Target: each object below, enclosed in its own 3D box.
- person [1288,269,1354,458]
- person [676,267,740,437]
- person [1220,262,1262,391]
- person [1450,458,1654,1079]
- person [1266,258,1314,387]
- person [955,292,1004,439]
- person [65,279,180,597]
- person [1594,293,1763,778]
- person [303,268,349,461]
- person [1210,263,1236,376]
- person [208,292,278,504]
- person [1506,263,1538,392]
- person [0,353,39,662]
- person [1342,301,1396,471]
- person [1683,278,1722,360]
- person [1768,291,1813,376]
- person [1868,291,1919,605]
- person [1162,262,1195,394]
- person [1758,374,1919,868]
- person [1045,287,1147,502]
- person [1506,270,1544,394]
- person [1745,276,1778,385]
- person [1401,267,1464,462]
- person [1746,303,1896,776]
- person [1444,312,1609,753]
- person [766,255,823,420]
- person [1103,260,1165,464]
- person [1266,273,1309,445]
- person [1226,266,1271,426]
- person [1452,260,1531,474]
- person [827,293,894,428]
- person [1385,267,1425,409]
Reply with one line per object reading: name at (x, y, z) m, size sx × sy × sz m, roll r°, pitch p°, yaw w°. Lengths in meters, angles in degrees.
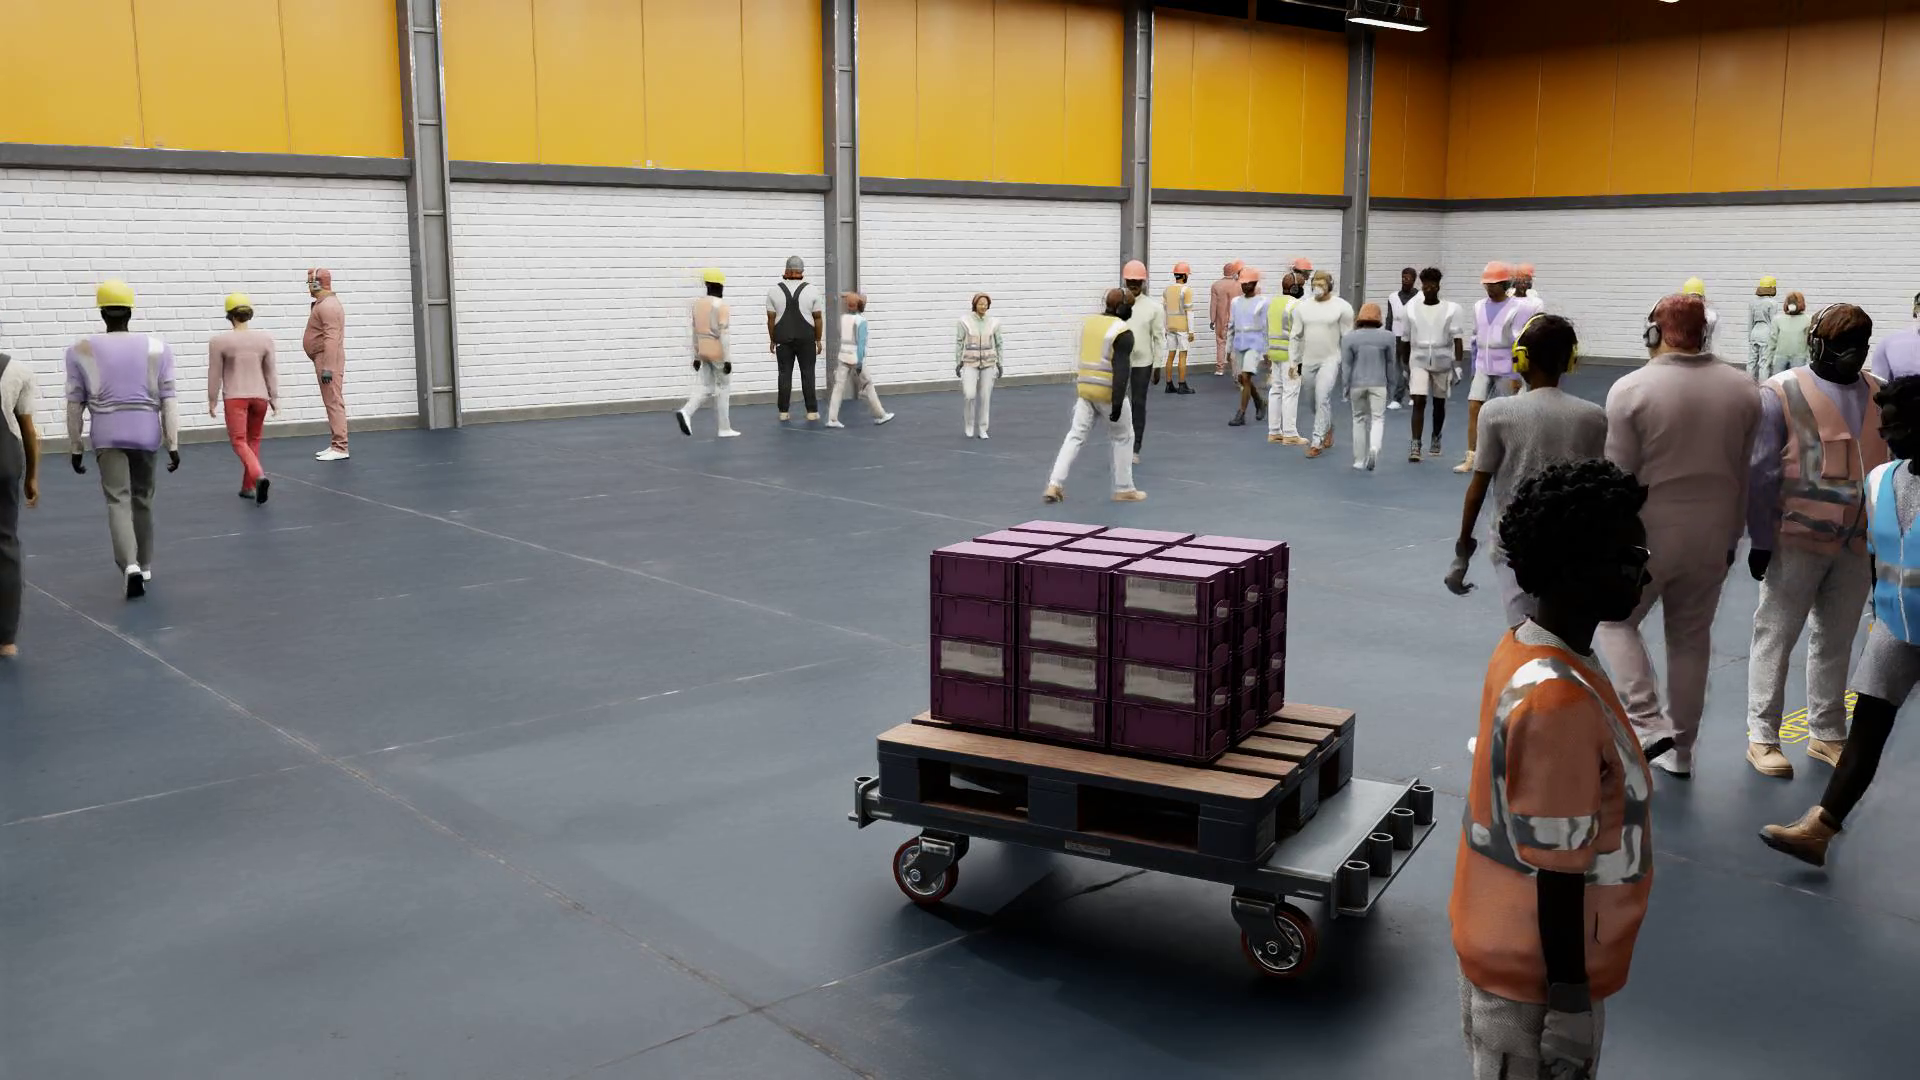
person at (3.711, -1.814, 16.981) m, size 0.637 × 1.908 × 0.926 m, roll 6°, pitch 12°, yaw 33°
person at (-2.787, -2.068, 18.443) m, size 0.591 × 1.908 × 0.704 m, roll 9°, pitch 13°, yaw 43°
person at (4.302, -3.255, 25.319) m, size 0.666 × 1.920 × 1.039 m, roll 2°, pitch 10°, yaw 12°
person at (0.992, 0.706, 2.812) m, size 0.317 × 1.696 × 0.539 m, roll 2°, pitch 10°, yaw 13°
person at (5.142, -3.300, 25.434) m, size 1.040 × 1.997 × 0.616 m, roll -1°, pitch 10°, yaw -9°
person at (0.222, -1.916, 18.371) m, size 0.538 × 1.620 × 0.390 m, roll -1°, pitch 10°, yaw -8°
person at (-5.027, -0.621, 10.019) m, size 0.596 × 1.896 × 0.921 m, roll -6°, pitch 11°, yaw -31°
person at (2.740, -0.005, 6.438) m, size 0.654 × 1.880 × 0.408 m, roll -1°, pitch 10°, yaw -5°
person at (-6.311, -1.743, 16.544) m, size 0.403 × 1.904 × 0.651 m, roll -3°, pitch 10°, yaw -19°
person at (4.550, -3.729, 28.172) m, size 0.644 × 1.905 × 0.400 m, roll 1°, pitch 10°, yaw 5°
person at (-5.849, -1.164, 13.636) m, size 0.533 × 1.735 × 0.801 m, roll -9°, pitch 13°, yaw -42°
person at (7.775, -2.848, 22.958) m, size 0.524 × 1.920 × 0.581 m, roll -7°, pitch 12°, yaw -34°
person at (-4.889, -0.299, 8.295) m, size 0.452 × 1.832 × 0.555 m, roll 9°, pitch 13°, yaw 42°
person at (3.831, -1.433, 15.607) m, size 0.496 × 1.617 × 0.607 m, roll 3°, pitch 10°, yaw 16°
person at (7.457, -1.771, 17.048) m, size 0.611 × 1.789 × 0.938 m, roll 4°, pitch 11°, yaw 24°
person at (9.873, -2.147, 19.748) m, size 0.511 × 1.621 × 0.479 m, roll 7°, pitch 12°, yaw 36°
person at (5.600, -0.556, 9.665) m, size 1.007 × 1.896 × 0.635 m, roll -7°, pitch 12°, yaw -34°
person at (3.239, -3.116, 24.486) m, size 0.359 × 1.936 × 0.552 m, roll -8°, pitch 13°, yaw -40°
person at (3.082, 0.292, 5.370) m, size 0.921 × 1.635 × 0.544 m, roll -4°, pitch 10°, yaw -22°
person at (1.110, -1.175, 13.619) m, size 0.892 × 1.789 × 0.648 m, roll -7°, pitch 12°, yaw -36°
person at (6.703, -2.320, 20.049) m, size 0.590 × 1.862 × 0.651 m, roll 3°, pitch 10°, yaw 16°
person at (11.296, -2.830, 23.381) m, size 0.295 × 1.744 × 0.484 m, roll -4°, pitch 10°, yaw -22°
person at (4.704, -1.753, 16.585) m, size 0.627 × 1.922 × 0.998 m, roll 3°, pitch 10°, yaw 19°
person at (3.371, 0.004, 6.500) m, size 0.626 × 1.844 × 0.429 m, roll -1°, pitch 10°, yaw -8°
person at (2.149, 0.070, 6.217) m, size 0.517 × 1.818 × 0.969 m, roll -2°, pitch 10°, yaw -11°
person at (-2.032, -2.505, 20.607) m, size 0.688 × 2.000 × 0.536 m, roll 0°, pitch 10°, yaw 2°
person at (1.671, -1.725, 16.207) m, size 0.645 × 1.980 × 0.433 m, roll 2°, pitch 10°, yaw 12°
person at (3.547, -1.946, 17.913) m, size 0.429 × 1.842 × 0.632 m, roll -4°, pitch 10°, yaw -21°
person at (3.505, -2.342, 20.057) m, size 0.555 × 1.909 × 0.880 m, roll 8°, pitch 13°, yaw 40°
person at (5.079, -1.621, 15.607) m, size 1.023 × 1.992 × 0.608 m, roll -8°, pitch 12°, yaw -38°
person at (-1.220, -2.119, 19.689) m, size 0.902 × 1.582 × 0.512 m, roll -9°, pitch 13°, yaw -42°
person at (5.998, -2.712, 22.275) m, size 0.596 × 1.882 × 0.975 m, roll 9°, pitch 13°, yaw 43°
